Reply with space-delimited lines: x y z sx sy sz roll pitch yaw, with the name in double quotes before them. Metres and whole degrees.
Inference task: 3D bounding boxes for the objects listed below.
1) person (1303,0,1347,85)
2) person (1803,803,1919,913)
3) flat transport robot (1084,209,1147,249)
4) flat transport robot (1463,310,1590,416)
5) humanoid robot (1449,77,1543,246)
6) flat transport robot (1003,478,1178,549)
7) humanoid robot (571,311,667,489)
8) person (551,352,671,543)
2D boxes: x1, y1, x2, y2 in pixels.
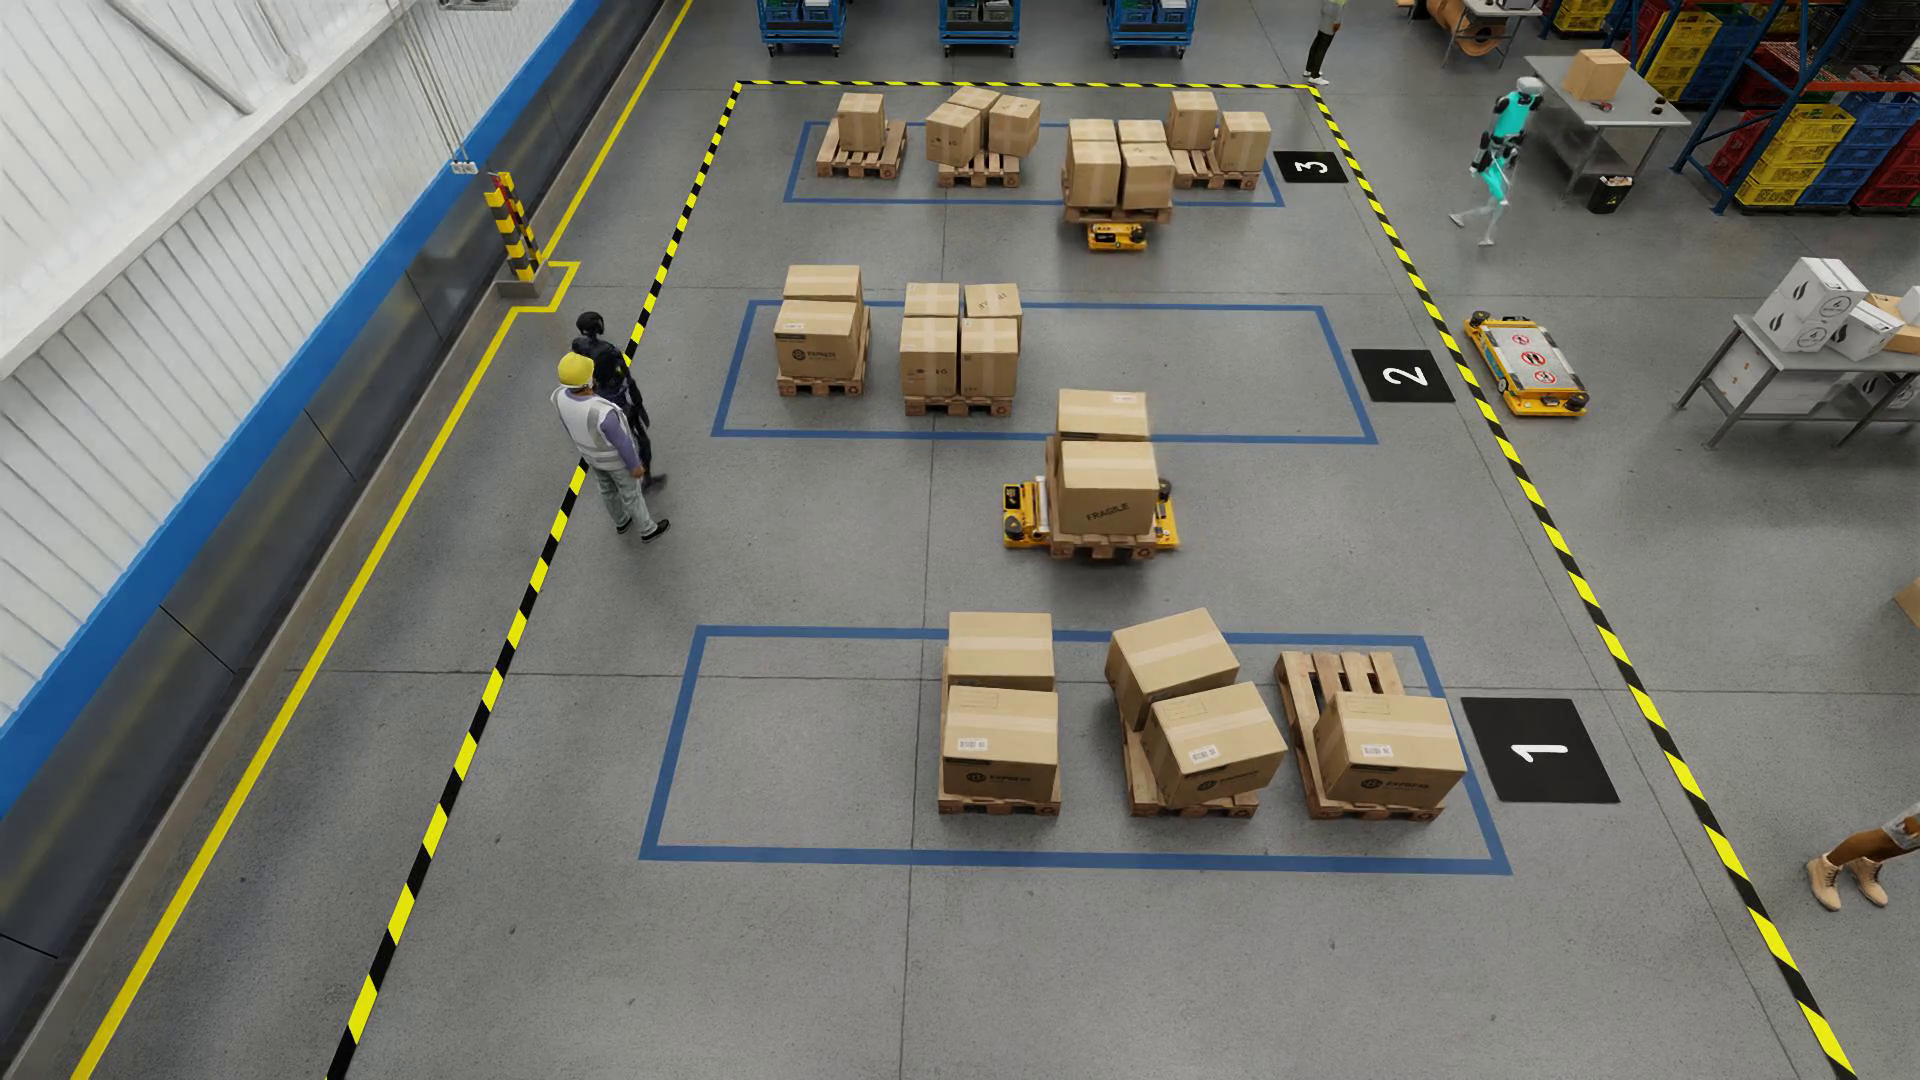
"person" 5.288 -7.443 12.929 0.387 1.850 0.599 0 49 0
"person" 5.592 1.524 5.054 0.606 2.049 0.436 -2 49 -2
"flat transport robot" 1.821 -3.941 10.926 0.652 0.197 1.431 1 49 1
"flat transport robot" 5.573 -1.757 9.054 0.659 0.231 1.431 1 49 1
"humanoid robot" 6.053 -4.067 10.111 0.531 1.778 1.018 -11 50 -9
"flat transport robot" 1.084 -0.241 7.724 1.431 0.197 0.652 1 49 1
"humanoid robot" -2.887 -1.130 7.588 0.614 1.641 0.394 16 51 13
"person" -2.710 -0.688 7.091 0.591 1.837 0.404 21 52 18
